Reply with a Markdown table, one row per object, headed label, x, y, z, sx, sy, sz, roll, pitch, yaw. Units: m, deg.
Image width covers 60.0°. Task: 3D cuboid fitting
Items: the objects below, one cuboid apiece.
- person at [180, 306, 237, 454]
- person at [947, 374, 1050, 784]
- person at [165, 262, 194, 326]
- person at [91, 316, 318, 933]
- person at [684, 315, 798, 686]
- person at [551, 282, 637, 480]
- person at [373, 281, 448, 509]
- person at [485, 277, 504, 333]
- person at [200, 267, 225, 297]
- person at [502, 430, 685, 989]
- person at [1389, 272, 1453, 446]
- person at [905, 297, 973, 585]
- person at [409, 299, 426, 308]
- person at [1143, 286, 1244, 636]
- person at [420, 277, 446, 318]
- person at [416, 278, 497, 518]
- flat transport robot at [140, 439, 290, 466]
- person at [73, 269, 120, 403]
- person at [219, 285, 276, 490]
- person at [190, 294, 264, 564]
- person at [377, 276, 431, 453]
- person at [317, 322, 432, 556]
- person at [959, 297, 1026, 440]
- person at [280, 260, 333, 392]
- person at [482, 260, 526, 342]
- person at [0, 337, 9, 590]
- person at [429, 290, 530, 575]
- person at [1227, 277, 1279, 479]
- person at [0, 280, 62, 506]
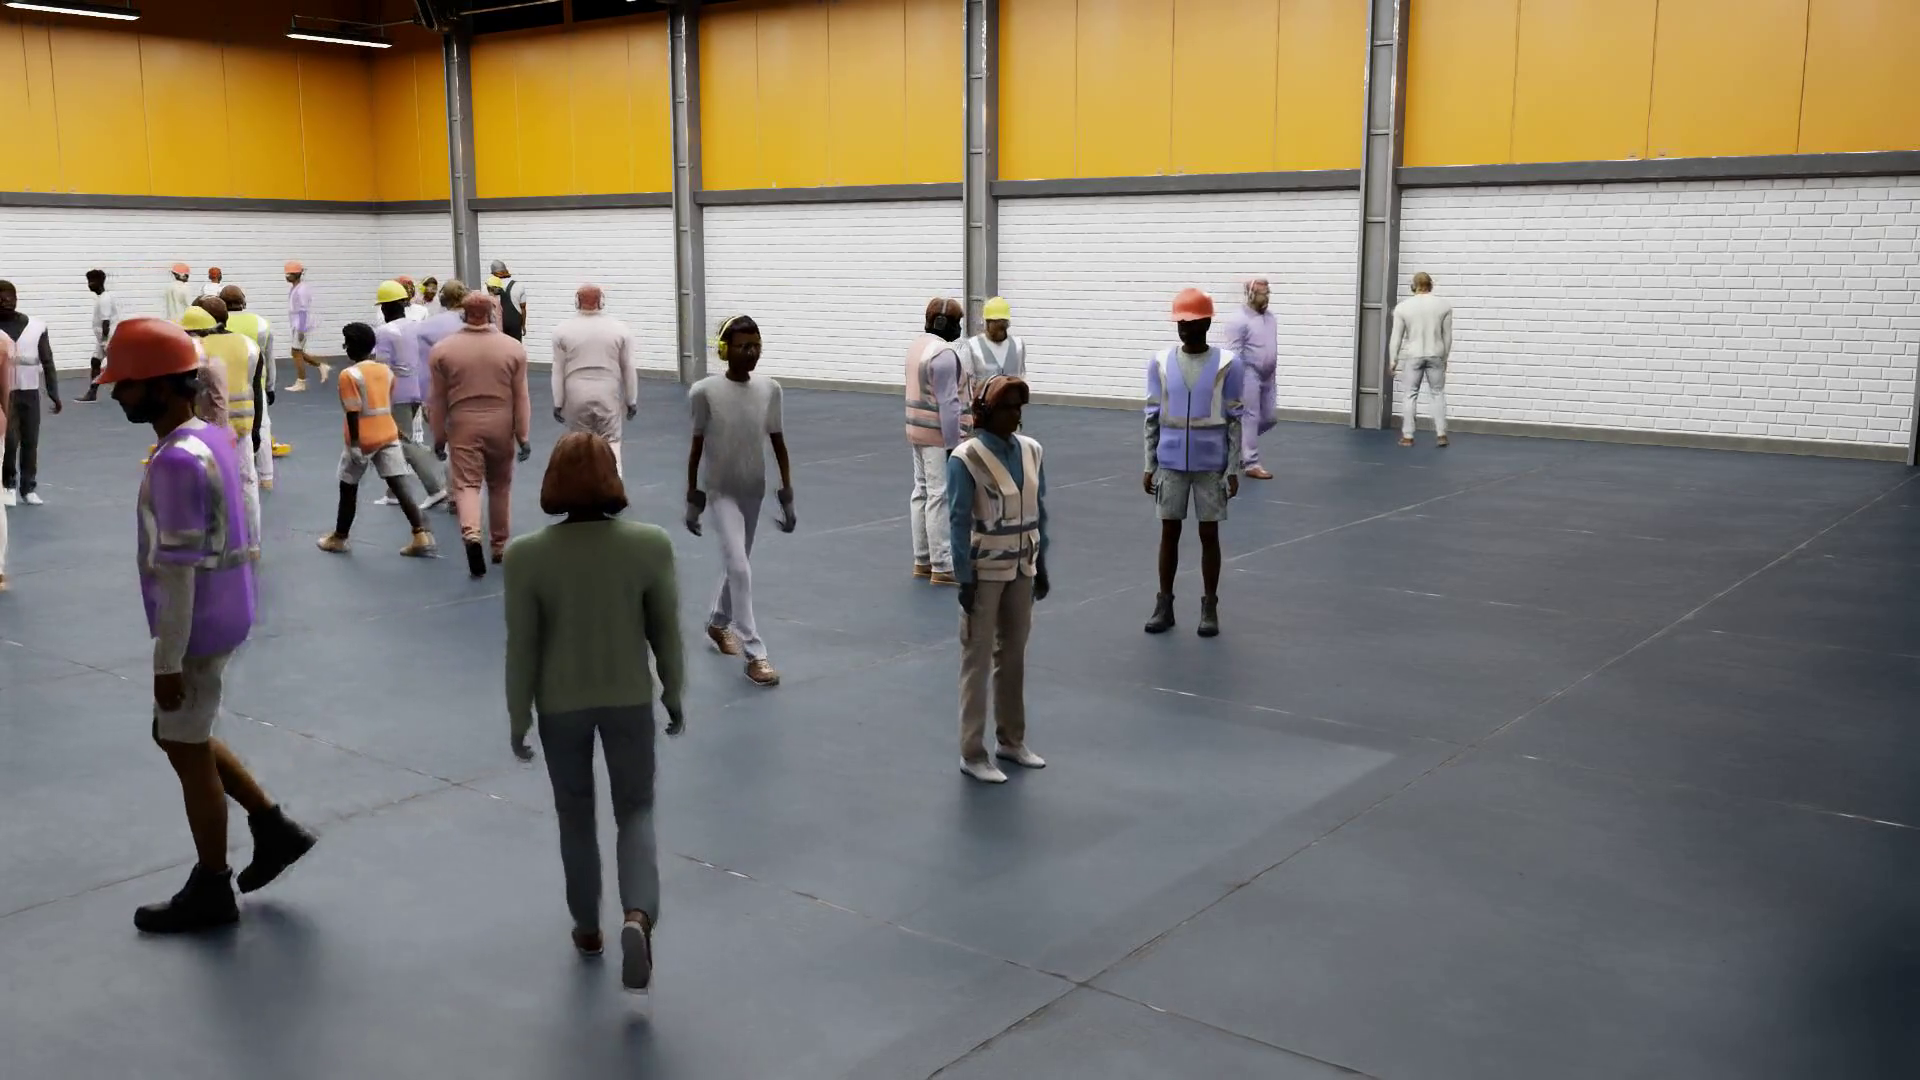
| label | x | y | z | sx | sy | sz | roll | pitch | yaw |
| --- | --- | --- | --- | --- | --- | --- | --- | --- | --- |
| person | -5.004 | -0.670 | 11.104 | 0.329 | 1.767 | 0.529 | -6 | 11 | -31 |
| person | 0.155 | 0.148 | 6.719 | 0.331 | 1.639 | 0.517 | 9 | 14 | 44 |
| person | -12.631 | -3.531 | 27.137 | 0.634 | 1.972 | 0.516 | 7 | 12 | 36 |
| person | -2.367 | 0.272 | 5.147 | 0.448 | 1.923 | 0.578 | -3 | 10 | -15 |
| person | -1.124 | -0.233 | 8.455 | 0.520 | 1.818 | 1.003 | -6 | 12 | -33 |
| person | -2.970 | -1.146 | 13.529 | 0.684 | 1.886 | 0.549 | -3 | 10 | -15 |
| person | -4.593 | -1.186 | 13.812 | 0.841 | 1.903 | 0.607 | 3 | 10 | 17 |
| person | -7.252 | -3.213 | 25.931 | 0.327 | 1.761 | 0.522 | -8 | 12 | -38 |
| person | -13.016 | -3.834 | 29.180 | 0.587 | 1.883 | 0.342 | 2 | 10 | 13 |
| person | -1.041 | 0.493 | 4.801 | 0.518 | 1.608 | 0.656 | -3 | 10 | -16 |
| person | 5.077 | -1.966 | 18.217 | 0.724 | 1.915 | 0.514 | 1 | 10 | 7 |
| person | -0.130 | -0.632 | 10.687 | 0.430 | 1.837 | 0.624 | -4 | 10 | -20 |
| person | -6.354 | -2.015 | 19.435 | 0.852 | 1.595 | 0.516 | -1 | 10 | -9 |
| person | 1.276 | -0.428 | 9.199 | 0.551 | 1.934 | 0.373 | 3 | 10 | 18 |
| person | -7.085 | -2.571 | 22.076 | 0.571 | 1.818 | 1.003 | -7 | 12 | -37 |
| person | -4.008 | -1.136 | 13.386 | 0.648 | 1.909 | 0.839 | -3 | 10 | -17 |
| flat transport robot | -7.533 | -0.912 | 16.860 | 0.652 | 0.197 | 1.431 | 2 | 10 | 14 |
| person | -12.116 | -2.908 | 23.737 | 1.007 | 1.914 | 0.606 | -6 | 12 | -33 |
| person | -6.418 | -1.343 | 14.811 | 0.631 | 1.840 | 0.428 | -8 | 13 | -40 |
| person | -4.988 | -0.723 | 11.187 | 0.429 | 1.846 | 0.627 | 7 | 12 | 34 |
| person | -5.863 | -1.846 | 17.607 | 0.585 | 1.882 | 0.337 | -9 | 14 | -44 |
| person | -4.113 | -0.698 | 11.623 | 0.923 | 1.648 | 0.530 | 5 | 11 | 26 |
| person | 0.260 | -1.013 | 13.073 | 0.612 | 1.780 | 0.946 | -4 | 10 | -20 |
| person | -10.107 | -3.296 | 25.675 | 0.688 | 2.022 | 0.611 | -6 | 11 | -31 |
| person | -7.225 | -3.426 | 26.351 | 0.688 | 2.000 | 0.535 | -5 | 11 | -25 |
| person | -6.364 | -0.677 | 10.573 | 0.599 | 1.956 | 0.889 | -9 | 13 | -43 |
| person | -3.196 | -0.722 | 11.101 | 0.648 | 1.879 | 0.854 | -3 | 10 | -16 |
| person | 2.758 | -1.529 | 15.725 | 0.668 | 1.892 | 0.543 | -9 | 13 | -43 |
| person | -7.896 | -1.218 | 13.899 | 0.461 | 1.896 | 0.609 | 9 | 13 | 41 |
